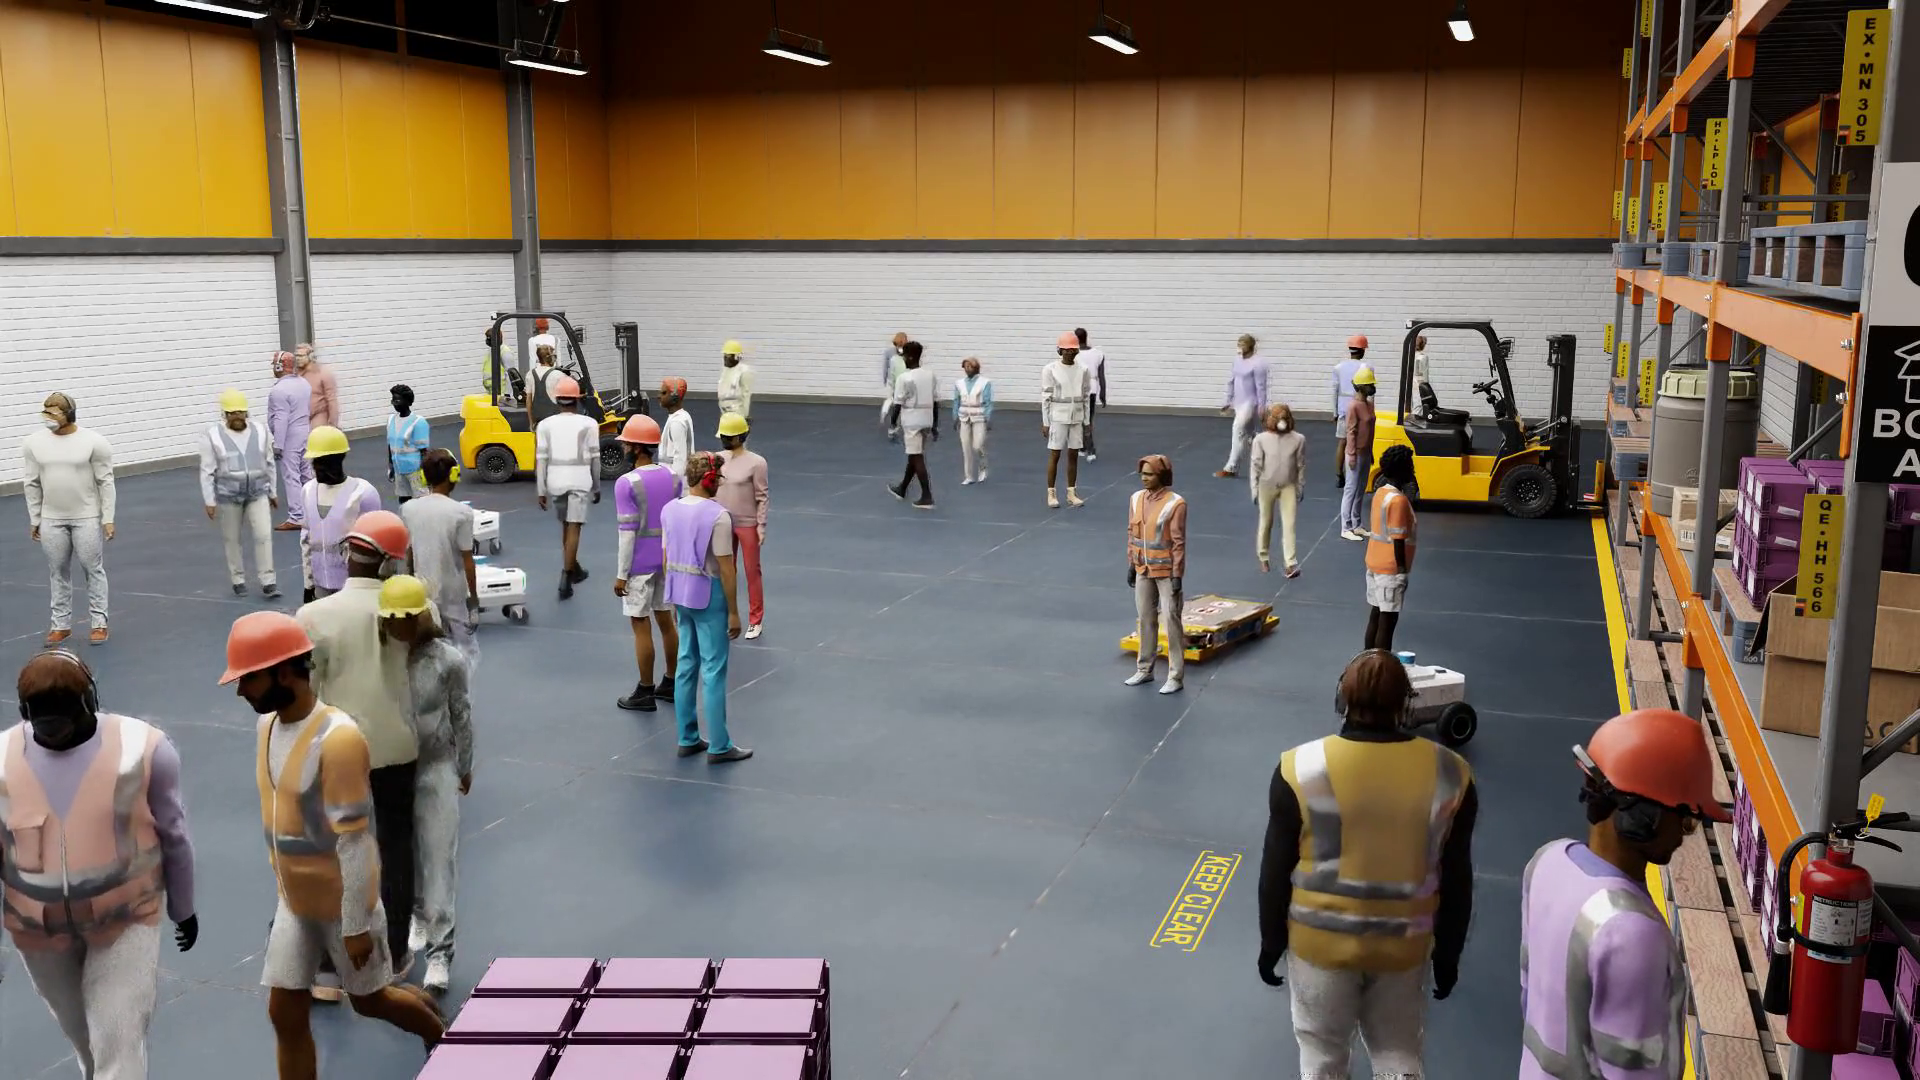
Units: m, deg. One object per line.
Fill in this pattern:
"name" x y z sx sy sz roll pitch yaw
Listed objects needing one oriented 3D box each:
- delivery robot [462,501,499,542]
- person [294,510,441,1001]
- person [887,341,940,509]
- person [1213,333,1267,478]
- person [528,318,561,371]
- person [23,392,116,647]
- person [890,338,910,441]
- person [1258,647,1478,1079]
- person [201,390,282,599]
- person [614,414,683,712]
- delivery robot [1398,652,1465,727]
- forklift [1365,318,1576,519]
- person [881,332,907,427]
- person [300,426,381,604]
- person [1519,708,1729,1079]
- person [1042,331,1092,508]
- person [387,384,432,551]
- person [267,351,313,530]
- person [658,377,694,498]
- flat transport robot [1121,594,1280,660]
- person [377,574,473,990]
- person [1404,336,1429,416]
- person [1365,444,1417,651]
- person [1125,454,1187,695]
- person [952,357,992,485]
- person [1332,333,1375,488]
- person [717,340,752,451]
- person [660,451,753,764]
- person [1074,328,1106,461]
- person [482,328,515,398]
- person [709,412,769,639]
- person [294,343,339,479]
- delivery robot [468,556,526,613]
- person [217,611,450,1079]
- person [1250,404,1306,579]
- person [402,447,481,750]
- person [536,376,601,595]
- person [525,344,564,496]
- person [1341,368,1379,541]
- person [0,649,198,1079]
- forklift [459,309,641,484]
"delivery robot" -4.784 -0.130 16.069 0.477 0.478 0.707 4 11 22
"person" -2.442 0.865 6.823 0.711 1.945 0.509 -7 13 -36
"person" -0.604 -1.351 19.367 0.952 1.914 0.617 9 13 41
"person" 3.804 -1.757 21.750 0.999 1.904 0.644 -4 11 -20
"person" -6.665 -2.636 26.709 0.337 1.881 0.584 9 14 42
"person" -6.728 -0.157 12.601 0.628 1.936 0.377 -1 10 -8
"person" -0.868 -2.347 25.912 0.501 1.586 0.859 2 10 12
"person" 1.229 1.239 5.060 0.629 1.824 0.542 -1 10 -3
"person" -6.097 -0.369 14.171 0.631 1.797 0.826 -7 12 -36
"person" -2.051 0.147 10.864 0.341 1.942 0.552 6 12 32
"delivery robot" 2.708 0.926 10.126 0.707 0.478 0.477 -4 11 -23
"forklift" 5.787 -1.437 19.079 2.313 2.155 1.214 3 11 19
"person" -1.070 -2.633 27.478 0.516 1.607 0.515 5 11 28
"person" -3.864 0.244 10.364 0.594 1.924 0.382 4 11 21
"person" 1.457 1.367 3.742 0.394 2.034 0.605 0 10 1
"person" 1.249 -1.388 19.229 0.611 2.042 0.394 -4 11 -20
"person" -5.386 -0.686 16.291 0.535 1.691 0.323 6 12 32
"person" -7.163 -1.058 17.751 0.406 1.911 0.639 1 10 6
"person" -2.492 -0.488 14.610 0.353 1.884 0.578 -2 10 -9
"flat transport robot" 1.862 0.649 12.745 0.652 0.197 1.431 7 12 34
"person" -2.275 0.977 6.874 0.499 1.699 0.884 -2 10 -9
"person" 7.038 -2.332 25.689 0.310 1.636 0.523 -5 11 -25
"person" 2.922 0.197 11.275 0.321 1.697 0.529 0 10 0
"person" 1.341 0.226 11.314 0.318 1.630 0.513 -8 13 -39
"person" 0.145 -1.499 21.026 0.535 1.624 0.373 5 11 25
"person" 4.913 -1.600 20.725 0.552 1.934 0.373 8 13 39
"person" -2.888 -1.679 21.484 0.472 1.820 0.613 -8 13 -39
"person" -1.519 0.398 9.751 0.563 1.838 0.388 8 13 39
"person" 1.748 -2.058 23.547 0.607 1.865 1.031 -3 10 -15
"person" -6.704 -2.156 24.133 0.429 1.838 0.634 -9 13 -41
"person" -1.725 -0.109 12.831 0.523 1.761 0.328 4 11 23
"person" -7.762 -1.377 19.664 0.655 1.872 0.882 3 10 14
"delivery robot" -3.832 0.372 13.244 0.707 0.478 0.477 -6 12 -28
"person" -2.035 1.134 5.512 0.563 1.887 0.904 7 12 35
"person" 2.909 -0.441 15.186 0.514 1.586 0.857 1 10 3
"person" -3.110 0.365 9.938 0.522 1.844 0.477 3 10 16
"person" -3.443 -0.480 14.578 0.535 1.892 1.003 1 10 4
"person" -4.977 -1.435 20.061 0.506 1.842 0.348 2 10 13
"person" 4.135 -0.883 17.155 0.297 1.772 0.533 7 13 36
"person" -2.795 1.214 5.299 0.648 1.785 0.986 -3 10 -14
"forklift" -5.354 -1.902 21.697 2.313 2.155 1.214 -2 10 -13
